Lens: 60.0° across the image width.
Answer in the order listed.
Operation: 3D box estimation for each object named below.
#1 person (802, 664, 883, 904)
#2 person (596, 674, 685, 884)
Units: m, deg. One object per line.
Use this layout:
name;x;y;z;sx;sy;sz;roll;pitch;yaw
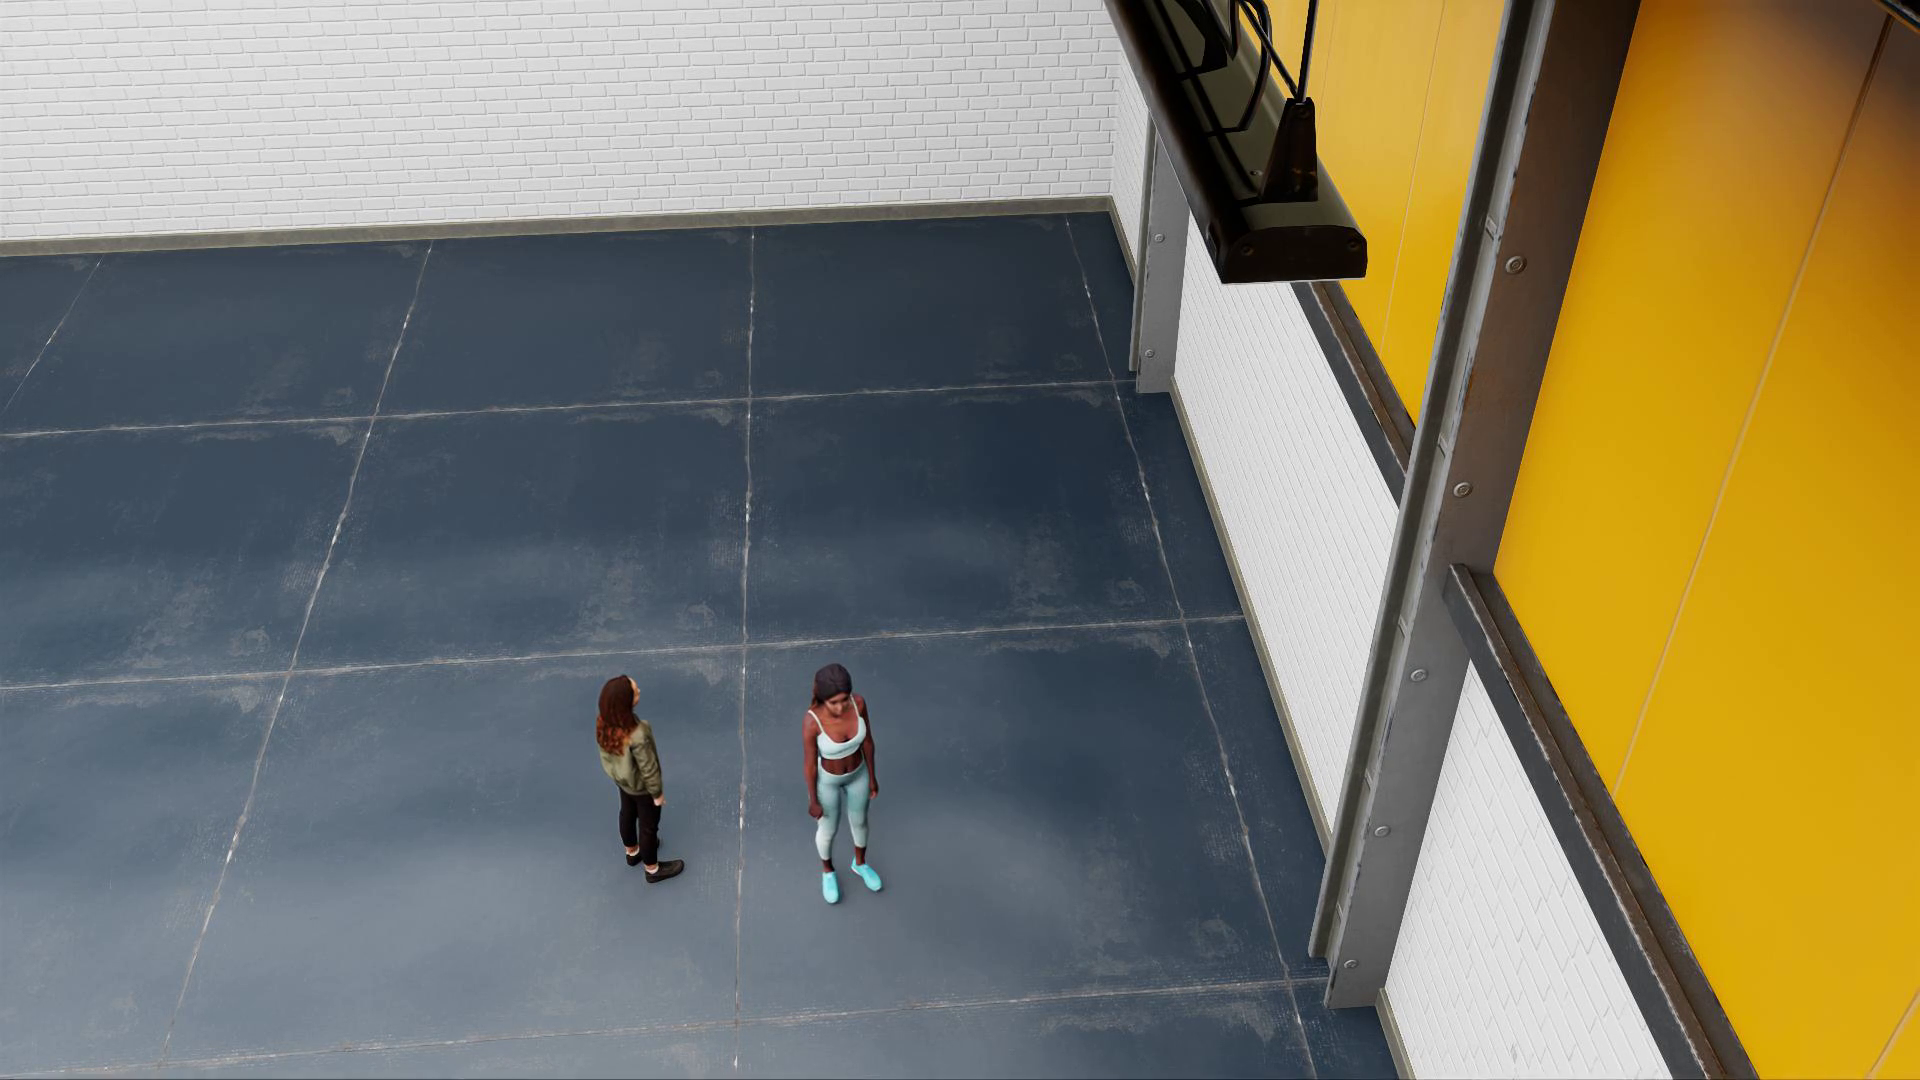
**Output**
person;-0.655;1.311;9.092;0.644;1.723;0.650;-18;42;-22
person;-1.814;1.319;9.281;0.717;1.475;0.630;-30;48;-32
